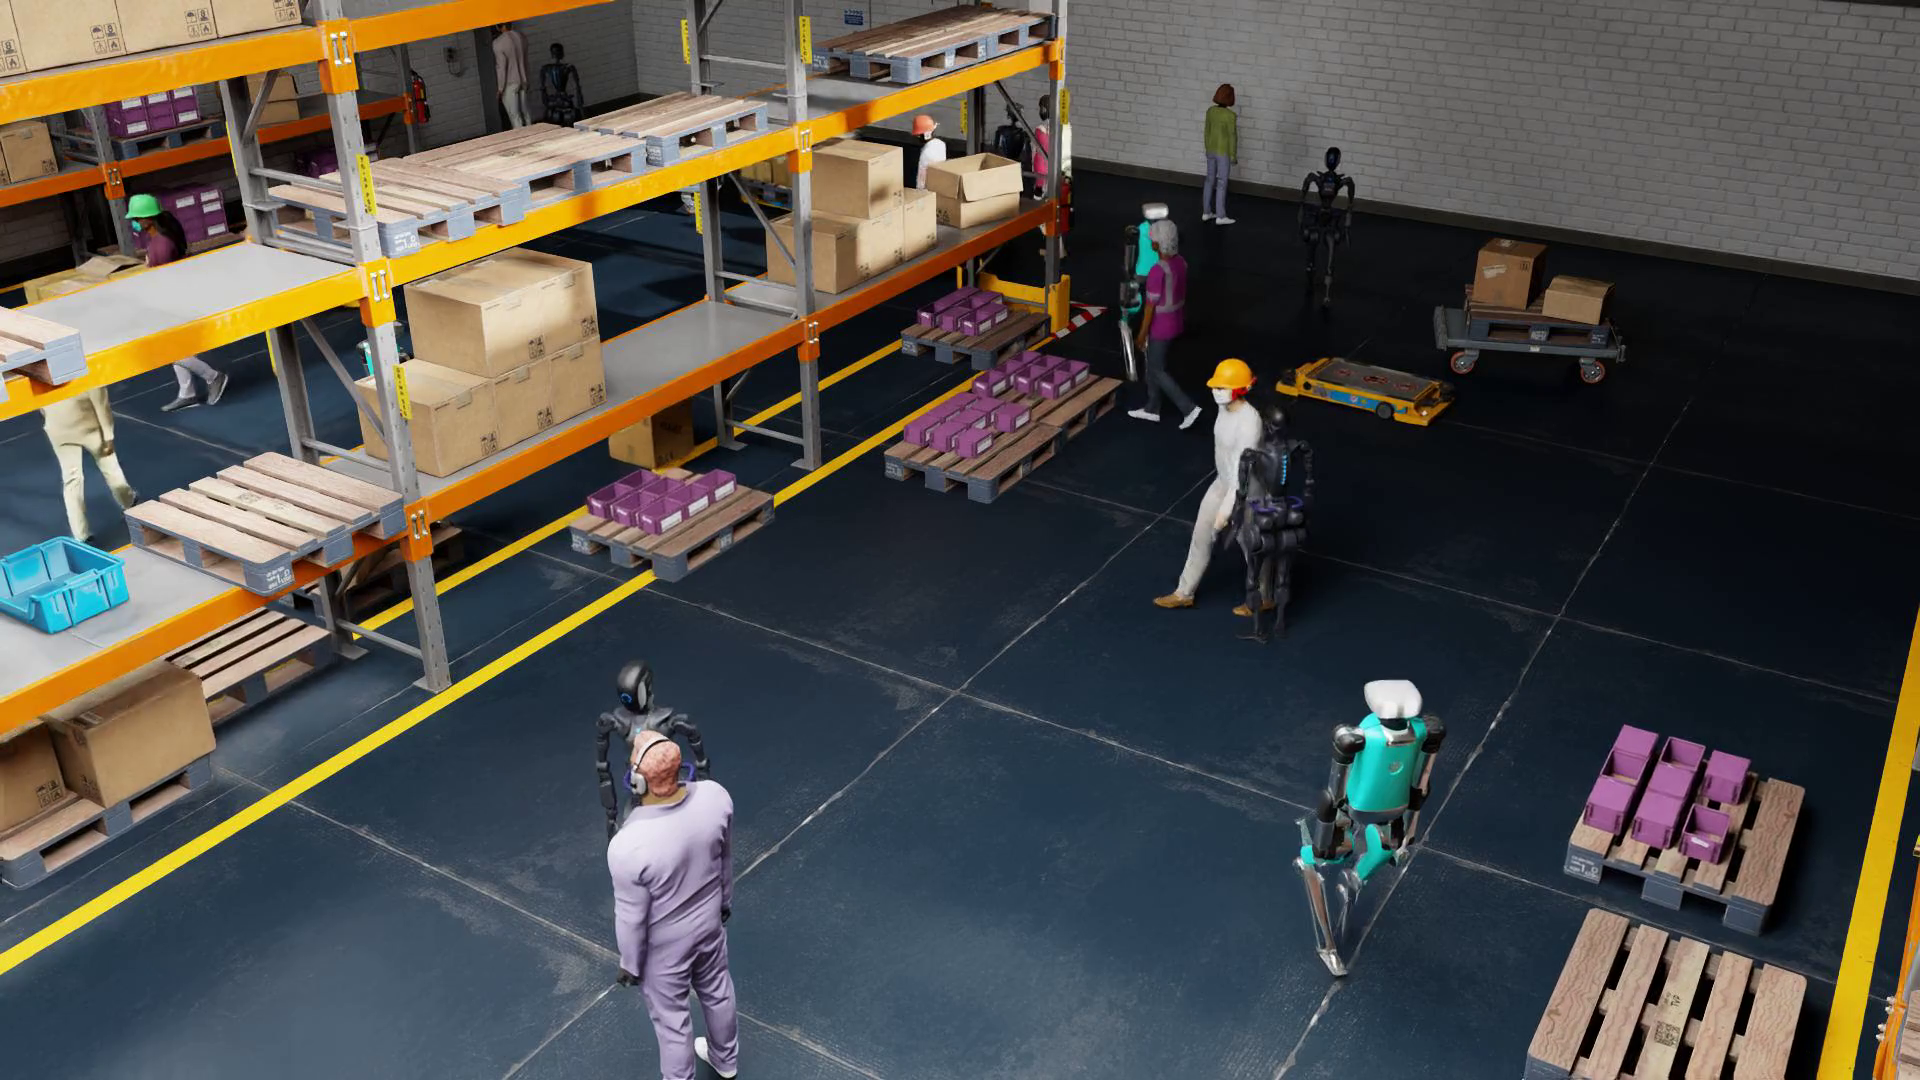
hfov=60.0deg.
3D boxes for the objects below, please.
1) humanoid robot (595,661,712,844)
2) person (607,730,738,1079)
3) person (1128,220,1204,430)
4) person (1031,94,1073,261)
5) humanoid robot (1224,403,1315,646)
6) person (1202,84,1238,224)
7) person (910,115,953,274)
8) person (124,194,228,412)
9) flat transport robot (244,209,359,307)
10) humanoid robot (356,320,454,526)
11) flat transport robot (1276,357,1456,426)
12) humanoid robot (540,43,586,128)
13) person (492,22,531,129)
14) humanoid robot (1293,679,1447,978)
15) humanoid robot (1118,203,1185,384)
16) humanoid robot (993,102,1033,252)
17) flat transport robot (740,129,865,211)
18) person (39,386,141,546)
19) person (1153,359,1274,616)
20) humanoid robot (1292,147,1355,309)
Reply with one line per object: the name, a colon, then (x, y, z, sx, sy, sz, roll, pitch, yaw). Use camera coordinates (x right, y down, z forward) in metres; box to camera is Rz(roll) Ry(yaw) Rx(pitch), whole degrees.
humanoid robot: (-1.453, 1.331, 8.059, 0.615, 1.632, 0.728, 3, 27, 6)
person: (-1.239, 1.651, 7.137, 0.402, 1.908, 0.641, 19, 33, 33)
person: (1.775, -1.784, 13.996, 0.692, 1.820, 0.523, 15, 31, 27)
person: (1.032, -3.978, 18.343, 0.513, 1.811, 0.634, 18, 32, 31)
humanoid robot: (2.047, -0.104, 10.856, 0.601, 1.636, 0.361, -7, 28, -13)
person: (3.084, -4.569, 19.689, 0.282, 1.633, 0.498, -17, 32, -30)
person: (-0.380, -3.738, 17.956, 0.714, 1.711, 0.607, 8, 28, 15)
person: (-6.816, -2.037, 14.367, 0.456, 1.934, 0.510, -19, 32, -33)
flat transport robot: (-6.846, -2.607, 17.335, 1.431, 0.231, 0.659, -1, 27, -2)
humanoid robot: (-3.898, -0.866, 12.134, 0.533, 1.677, 0.735, 19, 32, 32)
flat transport robot: (3.623, -1.347, 14.852, 1.431, 0.231, 0.659, 18, 32, 31)
humanoid robot: (-5.205, -5.682, 21.844, 0.607, 1.642, 0.458, 4, 27, 8)
person: (-6.014, -6.156, 22.521, 0.525, 1.950, 0.658, 12, 29, 22)
humanoid robot: (1.852, 1.385, 7.978, 0.538, 1.894, 0.760, -7, 28, -13)
humanoid robot: (1.639, -2.189, 14.963, 0.548, 1.833, 0.773, -4, 27, -9)
humanoid robot: (0.544, -4.077, 18.686, 0.601, 1.640, 0.405, 23, 35, 38)
flat transport robot: (-1.952, -4.194, 20.463, 1.431, 0.231, 0.659, 20, 33, 34)
person: (-6.488, -0.839, 12.263, 0.558, 1.702, 0.885, -4, 27, -7)
person: (1.751, -0.313, 11.059, 0.908, 1.858, 0.575, -8, 28, -16)
humanoid robot: (3.713, -3.194, 16.986, 0.598, 1.618, 0.810, 6, 27, 11)
